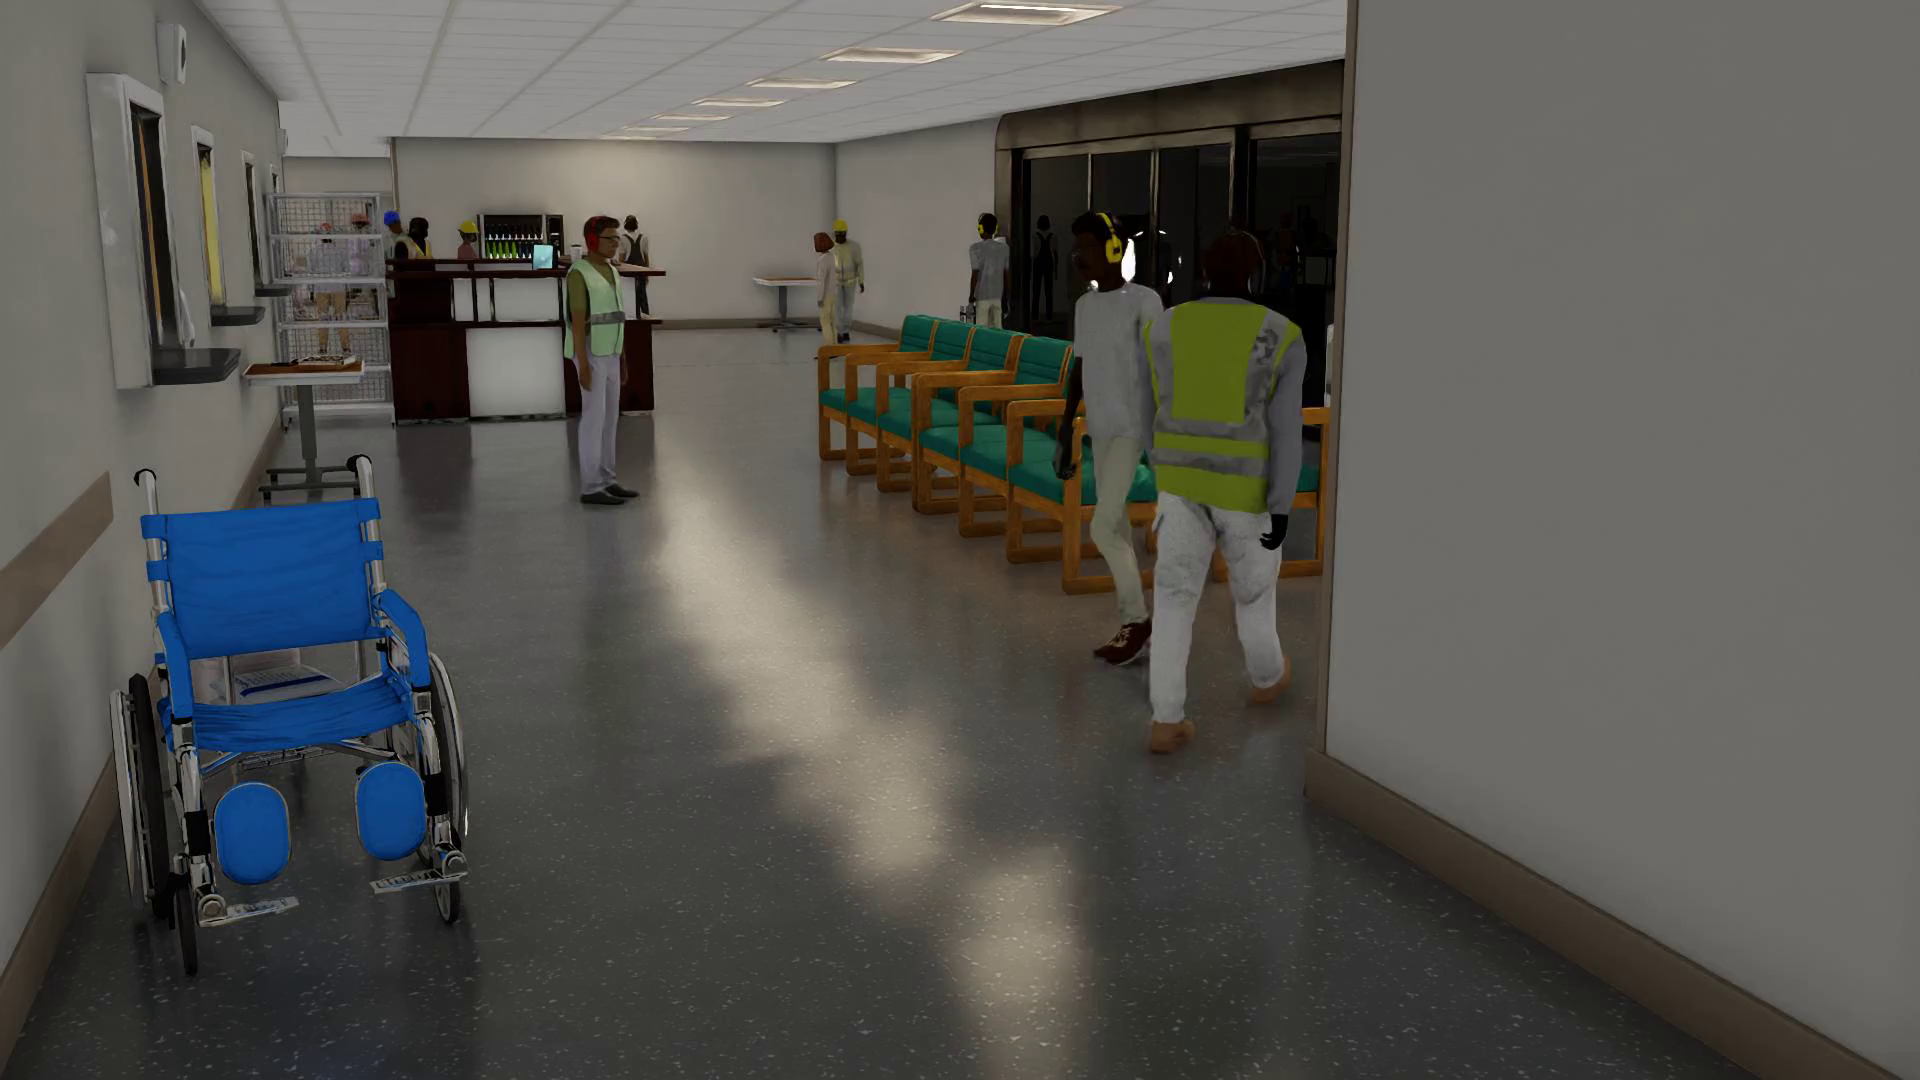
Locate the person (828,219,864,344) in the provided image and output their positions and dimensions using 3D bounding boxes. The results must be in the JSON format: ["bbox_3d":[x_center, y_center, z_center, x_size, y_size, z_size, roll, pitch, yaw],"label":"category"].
[{"bbox_3d":[-1.705,-3.779,24.302,0.603,1.787,0.932,-1,11,-6],"label":"person"}]

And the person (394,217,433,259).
[{"bbox_3d":[-7.155,-3.328,21.924,0.431,1.809,0.678,5,12,23],"label":"person"}]

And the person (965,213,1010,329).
[{"bbox_3d":[0.293,-2.551,17.797,0.537,1.862,0.312,-7,13,-32],"label":"person"}]

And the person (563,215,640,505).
[{"bbox_3d":[-2.324,-1.150,10.685,0.403,1.836,0.566,3,11,13],"label":"person"}]

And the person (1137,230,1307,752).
[{"bbox_3d":[0.929,-0.192,5.914,0.627,1.778,1.004,5,12,25],"label":"person"}]

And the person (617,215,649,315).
[{"bbox_3d":[-5.085,-4.123,25.898,0.506,1.846,0.350,-6,13,-29],"label":"person"}]

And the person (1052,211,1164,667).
[{"bbox_3d":[0.614,-0.405,6.810,0.498,1.845,0.545,-7,13,-33],"label":"person"}]

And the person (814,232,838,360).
[{"bbox_3d":[-1.721,-3.119,21.326,0.287,1.628,0.508,2,11,12],"label":"person"}]

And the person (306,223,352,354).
[{"bbox_3d":[-8.463,-3.377,22.345,0.563,1.742,0.361,-4,12,-18],"label":"person"}]

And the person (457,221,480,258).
[{"bbox_3d":[-6.602,-3.409,22.449,0.312,1.768,0.530,-7,13,-33],"label":"person"}]
